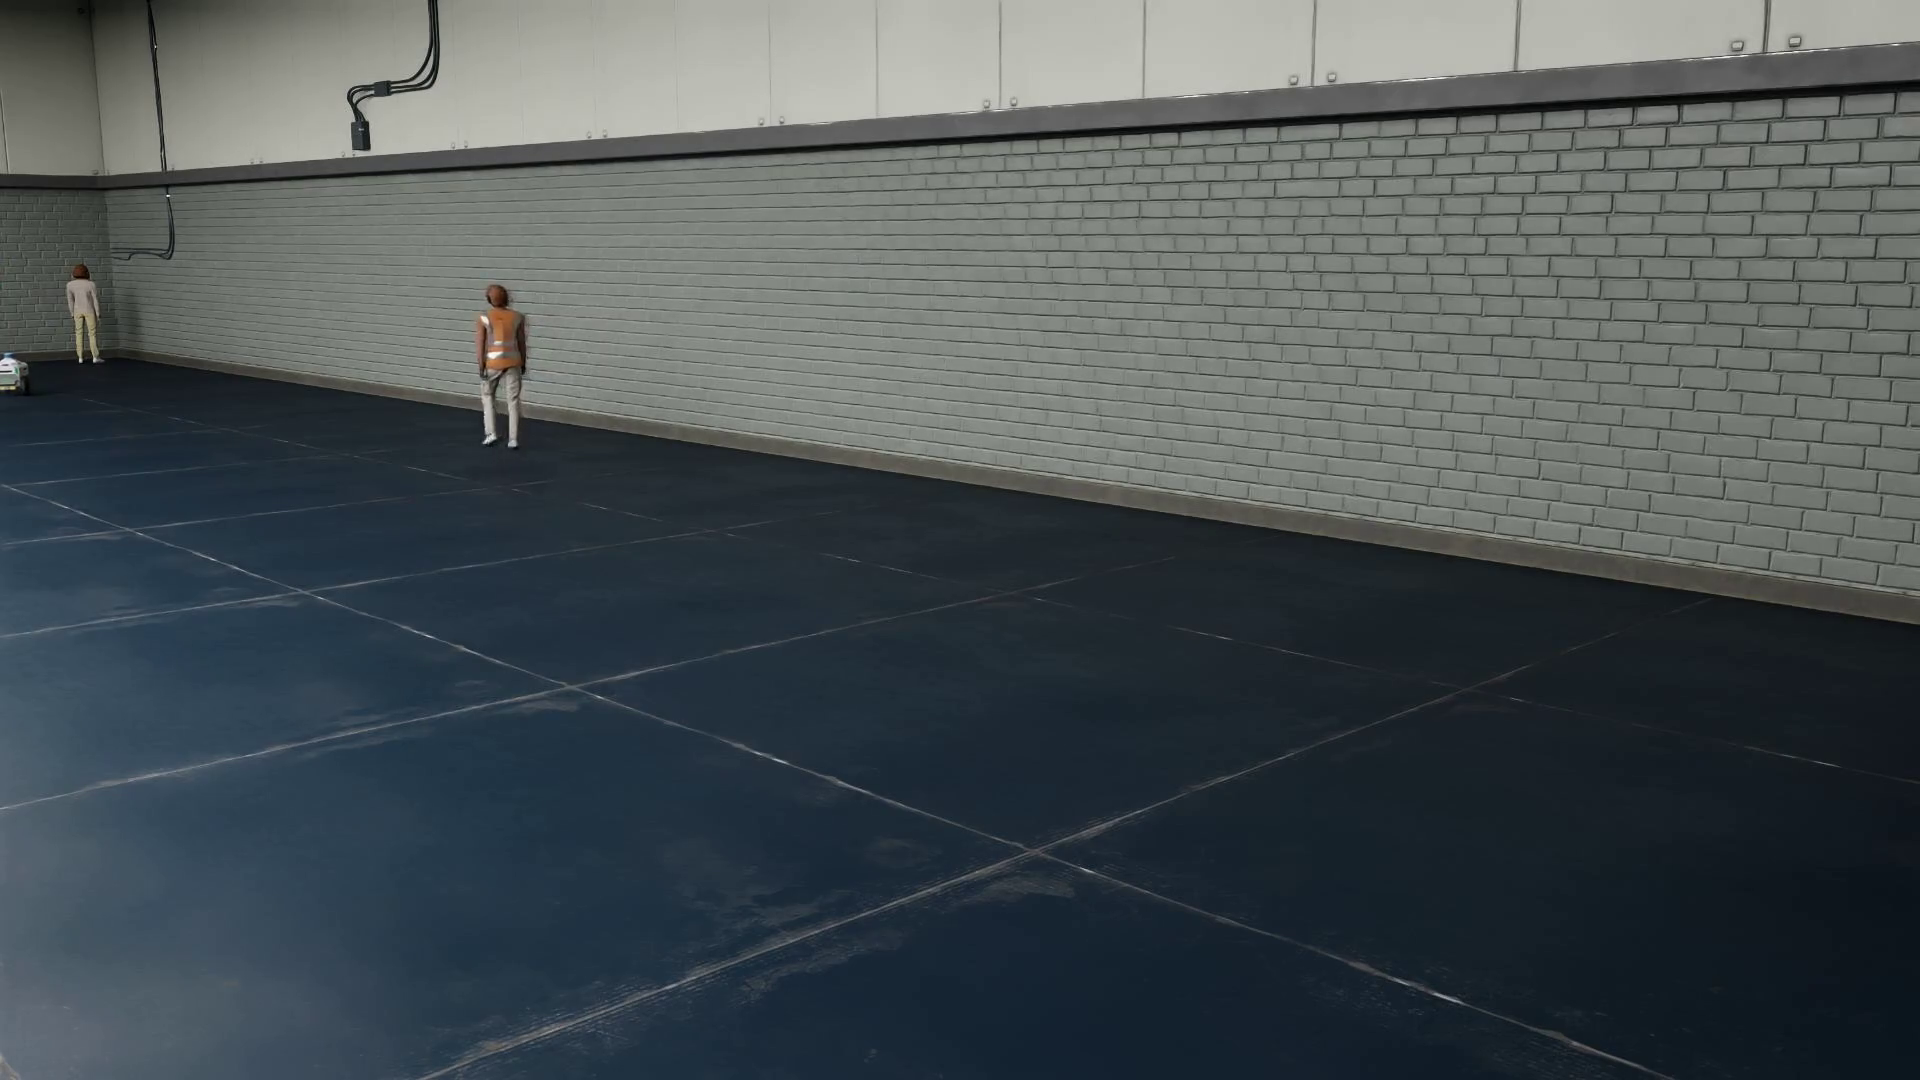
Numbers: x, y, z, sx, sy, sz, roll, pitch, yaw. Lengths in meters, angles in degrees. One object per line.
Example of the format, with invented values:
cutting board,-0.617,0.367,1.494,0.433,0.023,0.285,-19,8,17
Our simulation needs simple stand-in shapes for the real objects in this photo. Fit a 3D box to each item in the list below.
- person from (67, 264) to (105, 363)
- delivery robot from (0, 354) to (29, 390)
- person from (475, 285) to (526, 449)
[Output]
person,-14.526,-3.755,27.616,0.500,1.633,0.282,-1,10,-4
delivery robot,-12.664,-2.241,22.163,0.477,0.478,0.707,-4,11,-19
person,-4.573,-1.725,16.590,0.535,1.623,0.537,-6,12,-29
